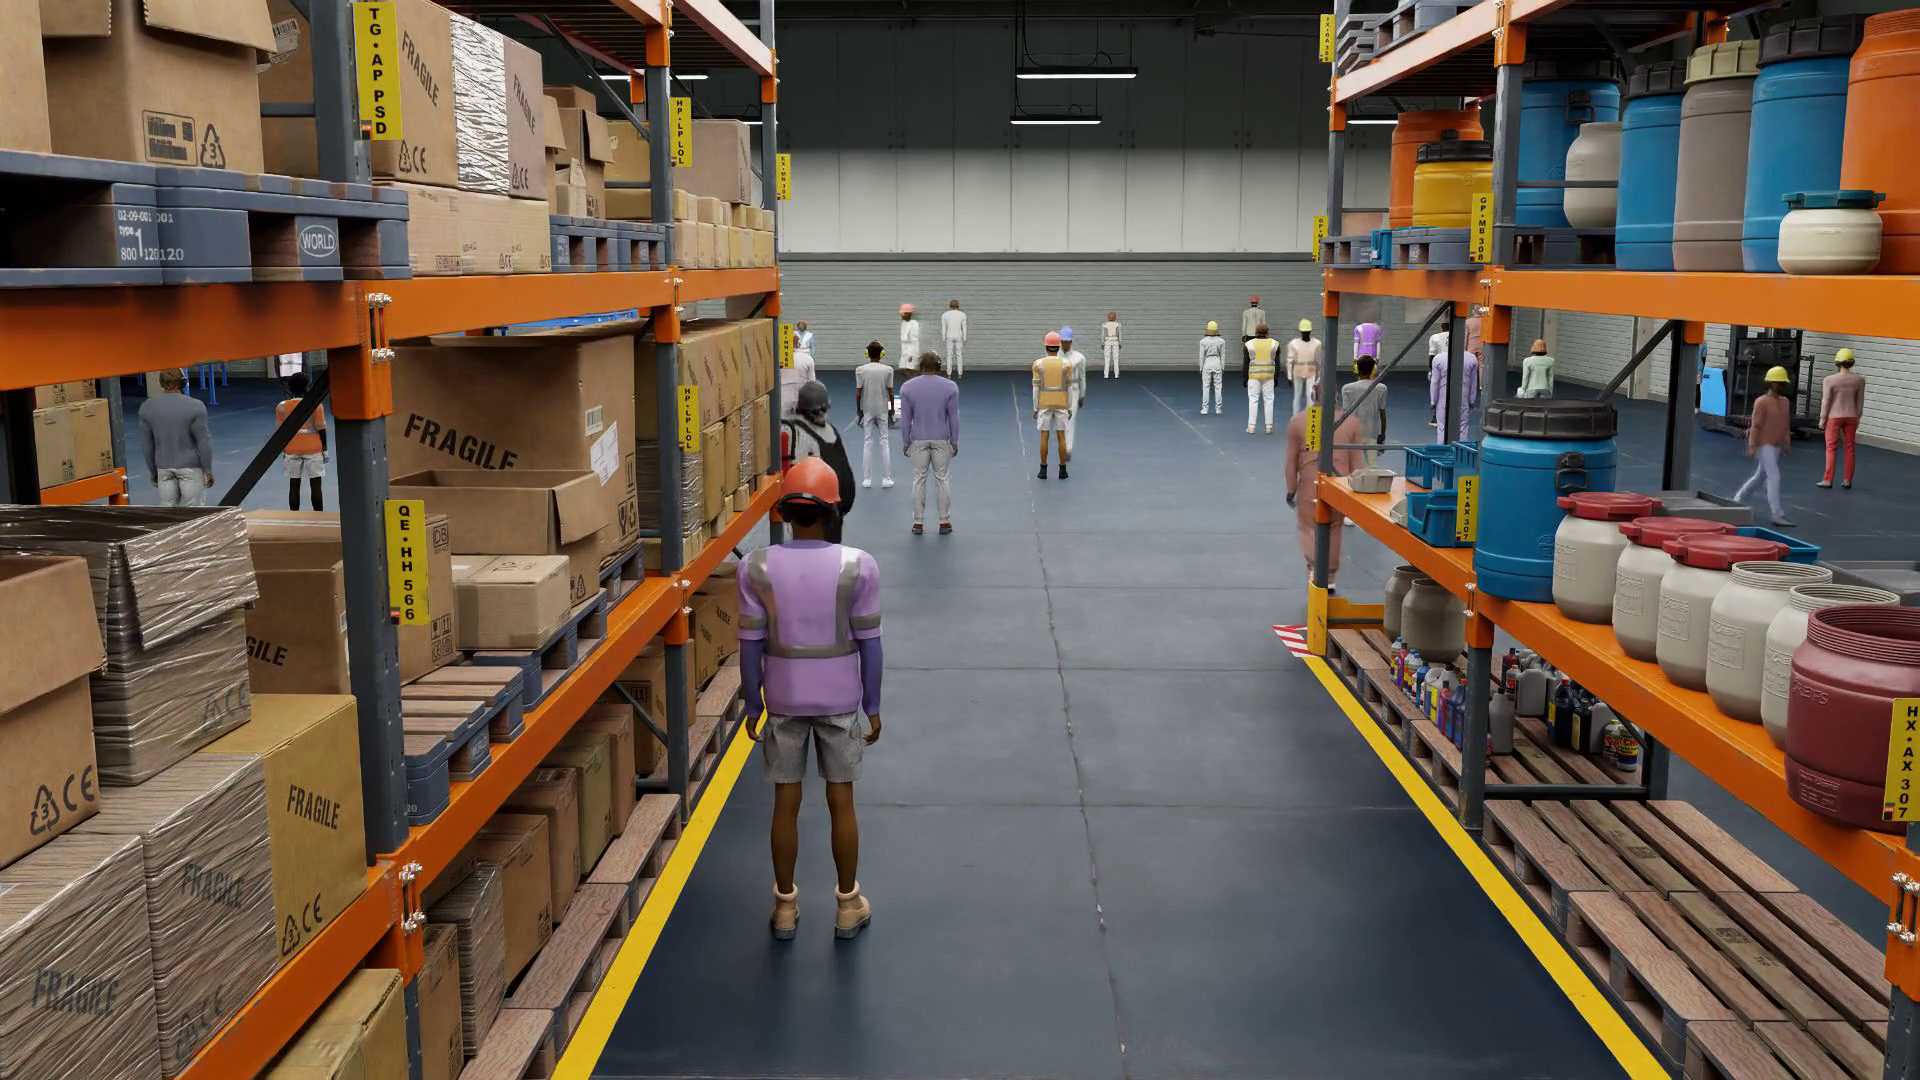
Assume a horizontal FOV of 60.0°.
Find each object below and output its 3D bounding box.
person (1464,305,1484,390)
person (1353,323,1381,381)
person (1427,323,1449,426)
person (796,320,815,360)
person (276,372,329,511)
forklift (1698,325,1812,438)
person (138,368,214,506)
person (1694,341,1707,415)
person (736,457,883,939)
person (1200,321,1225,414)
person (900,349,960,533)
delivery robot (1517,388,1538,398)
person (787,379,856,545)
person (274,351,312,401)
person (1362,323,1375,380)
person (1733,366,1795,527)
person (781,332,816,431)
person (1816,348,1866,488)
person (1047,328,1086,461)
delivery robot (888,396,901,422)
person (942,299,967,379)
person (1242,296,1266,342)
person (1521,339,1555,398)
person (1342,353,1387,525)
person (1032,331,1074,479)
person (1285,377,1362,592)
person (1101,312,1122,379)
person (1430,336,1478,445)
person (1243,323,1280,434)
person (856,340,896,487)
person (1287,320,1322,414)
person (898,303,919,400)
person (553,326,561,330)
[{"bbox_3d":[11.570,-4.310,37.263,0.641,1.908,0.408,0,9,1],"label":"person"},{"bbox_3d":[8.292,-3.771,33.929,0.545,1.942,0.353,0,9,1],"label":"person"},{"bbox_3d":[8.493,-2.981,29.123,0.607,1.966,0.367,0,9,1],"label":"person"},{"bbox_3d":[-3.394,-3.909,35.759,0.536,1.594,0.847,0,9,0],"label":"person"},{"bbox_3d":[-6.974,-0.938,17.686,0.535,1.700,0.318,0,9,1],"label":"person"},{"bbox_3d":[13.248,-3.165,27.620,1.129,2.768,1.873,0,9,1],"label":"forklift"},{"bbox_3d":[-7.118,-0.638,15.175,0.630,1.940,0.372,0,9,1],"label":"person"},{"bbox_3d":[13.736,-3.197,31.228,0.535,1.696,0.318,0,9,1],"label":"person"},{"bbox_3d":[-0.626,0.669,7.033,0.607,2.044,0.377,0,9,1],"label":"person"},{"bbox_3d":[4.766,-3.261,31.463,0.487,1.746,0.289,0,9,1],"label":"person"},{"bbox_3d":[-0.316,-1.041,17.588,0.630,1.940,0.372,0,9,1],"label":"person"},{"bbox_3d":[11.292,-2.898,32.695,0.707,0.478,0.477,-7,12,-35],"label":"delivery robot"},{"bbox_3d":[-1.184,-0.284,12.876,0.771,2.000,0.703,3,10,18],"label":"person"},{"bbox_3d":[-11.022,-2.688,27.505,0.591,1.922,0.392,0,9,1],"label":"person"},{"bbox_3d":[9.688,-4.689,39.587,0.428,1.883,0.689,2,10,13],"label":"person"},{"bbox_3d":[8.860,-1.057,18.301,0.530,1.732,0.873,-5,11,-29],"label":"person"},{"bbox_3d":[-2.285,-1.902,22.838,0.641,1.908,0.408,0,9,1],"label":"person"},{"bbox_3d":[11.160,-1.539,21.076,0.525,1.772,0.308,0,9,1],"label":"person"},{"bbox_3d":[1.533,-2.133,24.261,0.596,1.909,1.004,2,10,14],"label":"person"},{"bbox_3d":[-1.098,-2.263,28.887,0.707,0.478,0.477,0,10,1],"label":"delivery robot"},{"bbox_3d":[-0.140,-4.964,41.088,0.630,1.940,0.372,0,9,1],"label":"person"},{"bbox_3d":[7.586,-5.304,42.954,0.611,1.995,0.381,0,9,1],"label":"person"},{"bbox_3d":[9.176,-2.366,26.437,0.500,1.633,0.281,0,9,1],"label":"person"},{"bbox_3d":[4.383,-1.095,18.115,0.514,1.872,0.328,0,9,1],"label":"person"},{"bbox_3d":[1.229,-1.788,22.050,0.545,1.942,0.353,0,9,1],"label":"person"},{"bbox_3d":[3.122,-0.456,14.266,0.650,1.887,0.708,0,9,2],"label":"person"},{"bbox_3d":[3.735,-4.799,40.987,0.514,1.641,0.308,0,9,1],"label":"person"},{"bbox_3d":[6.832,-1.942,23.079,0.641,1.908,0.408,0,9,1],"label":"person"},{"bbox_3d":[5.042,-2.710,27.876,0.626,1.844,0.429,0,9,1],"label":"person"},{"bbox_3d":[-1.074,-1.608,21.189,0.514,1.872,0.328,0,9,1],"label":"person"},{"bbox_3d":[5.891,-2.810,28.395,0.599,1.862,1.013,1,9,3],"label":"person"},{"bbox_3d":[-1.021,-3.877,34.352,0.573,2.023,0.609,-6,11,-32],"label":"person"},{"bbox_3d":[-9.658,-4.635,40.065,0.742,1.614,0.513,3,10,16],"label":"person"}]
